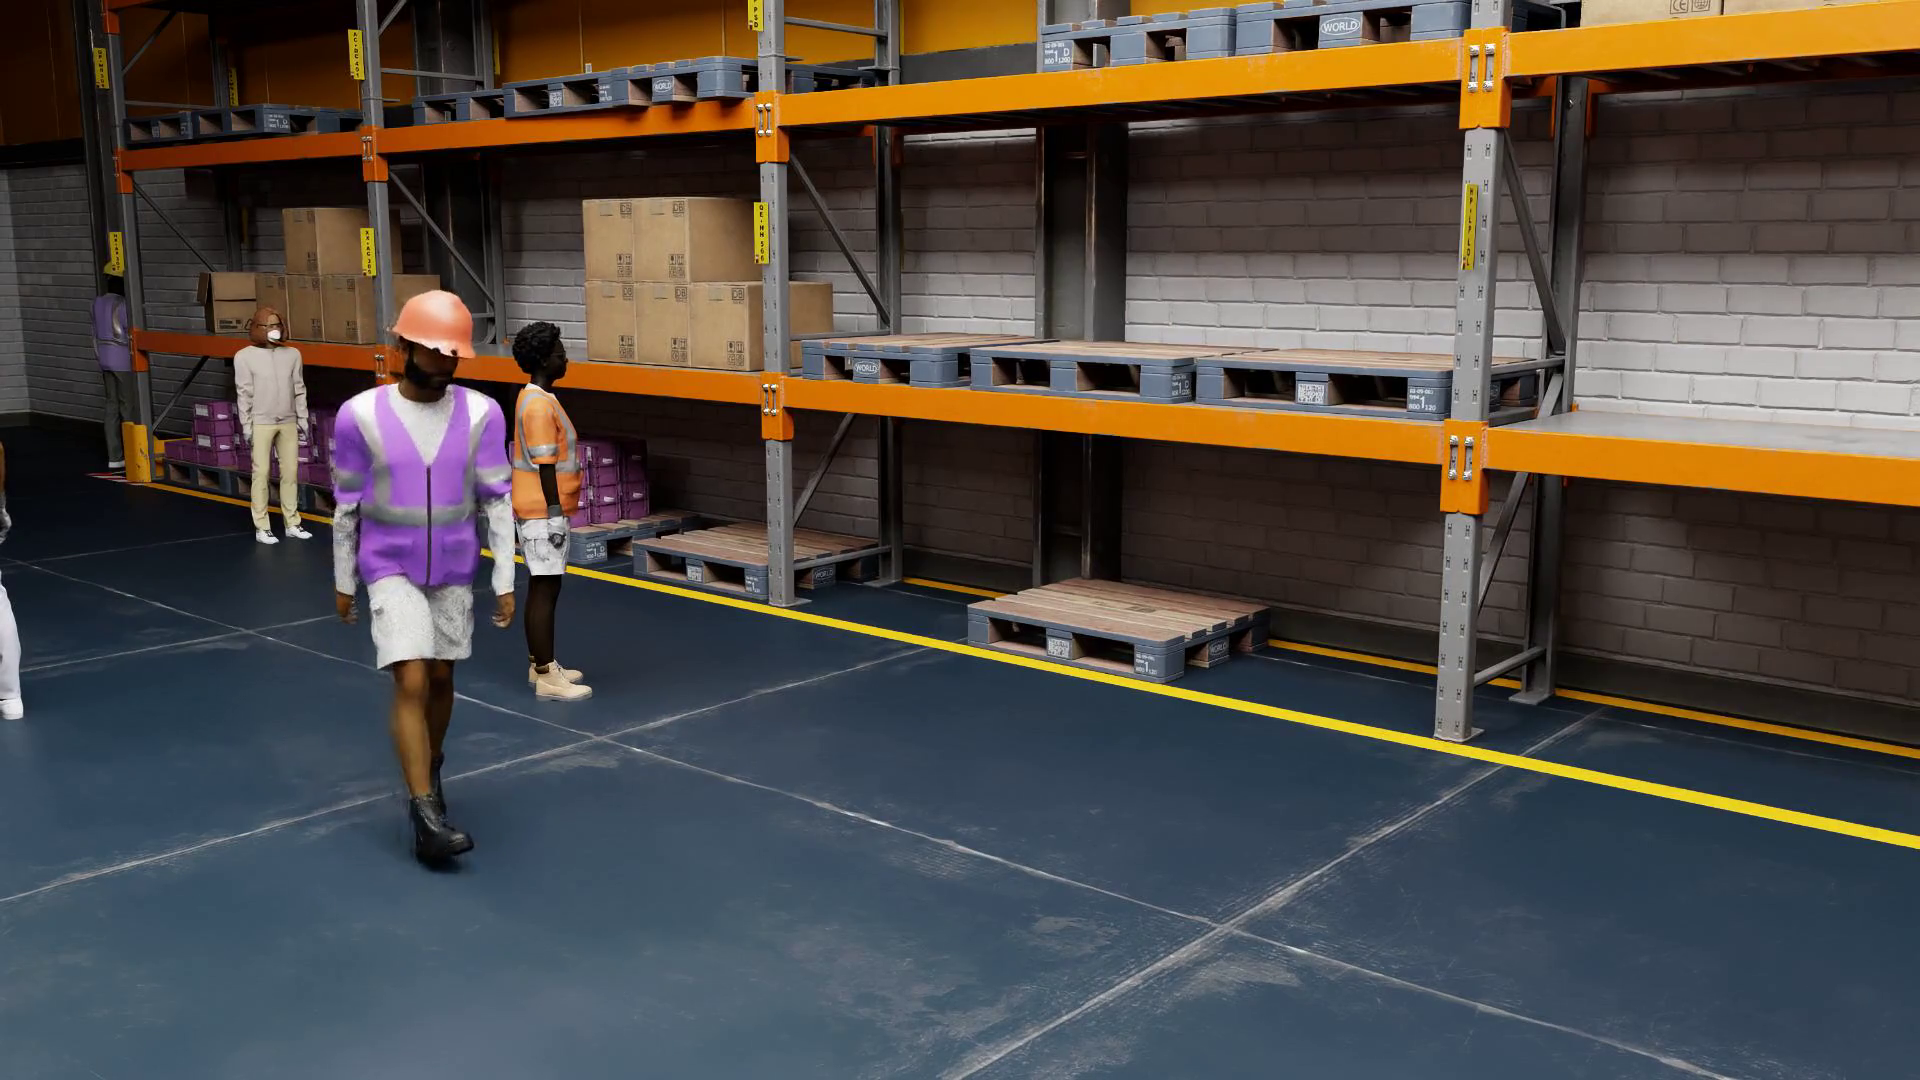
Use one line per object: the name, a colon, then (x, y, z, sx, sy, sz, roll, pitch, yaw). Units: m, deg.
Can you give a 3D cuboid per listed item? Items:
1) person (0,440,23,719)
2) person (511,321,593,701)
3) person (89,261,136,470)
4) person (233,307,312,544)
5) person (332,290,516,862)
person: (-4.246, -0.123, 6.964, 0.335, 1.873, 0.521, 6, 12, 30)
person: (-1.855, -0.129, 7.489, 0.318, 1.700, 0.535, -3, 11, -18)
person: (-7.639, -1.587, 15.170, 0.585, 1.917, 0.382, 5, 11, 28)
person: (-4.721, -0.788, 11.451, 0.281, 1.625, 0.497, 8, 13, 38)
person: (-1.794, 0.110, 5.589, 0.572, 1.875, 0.970, -6, 11, -29)
